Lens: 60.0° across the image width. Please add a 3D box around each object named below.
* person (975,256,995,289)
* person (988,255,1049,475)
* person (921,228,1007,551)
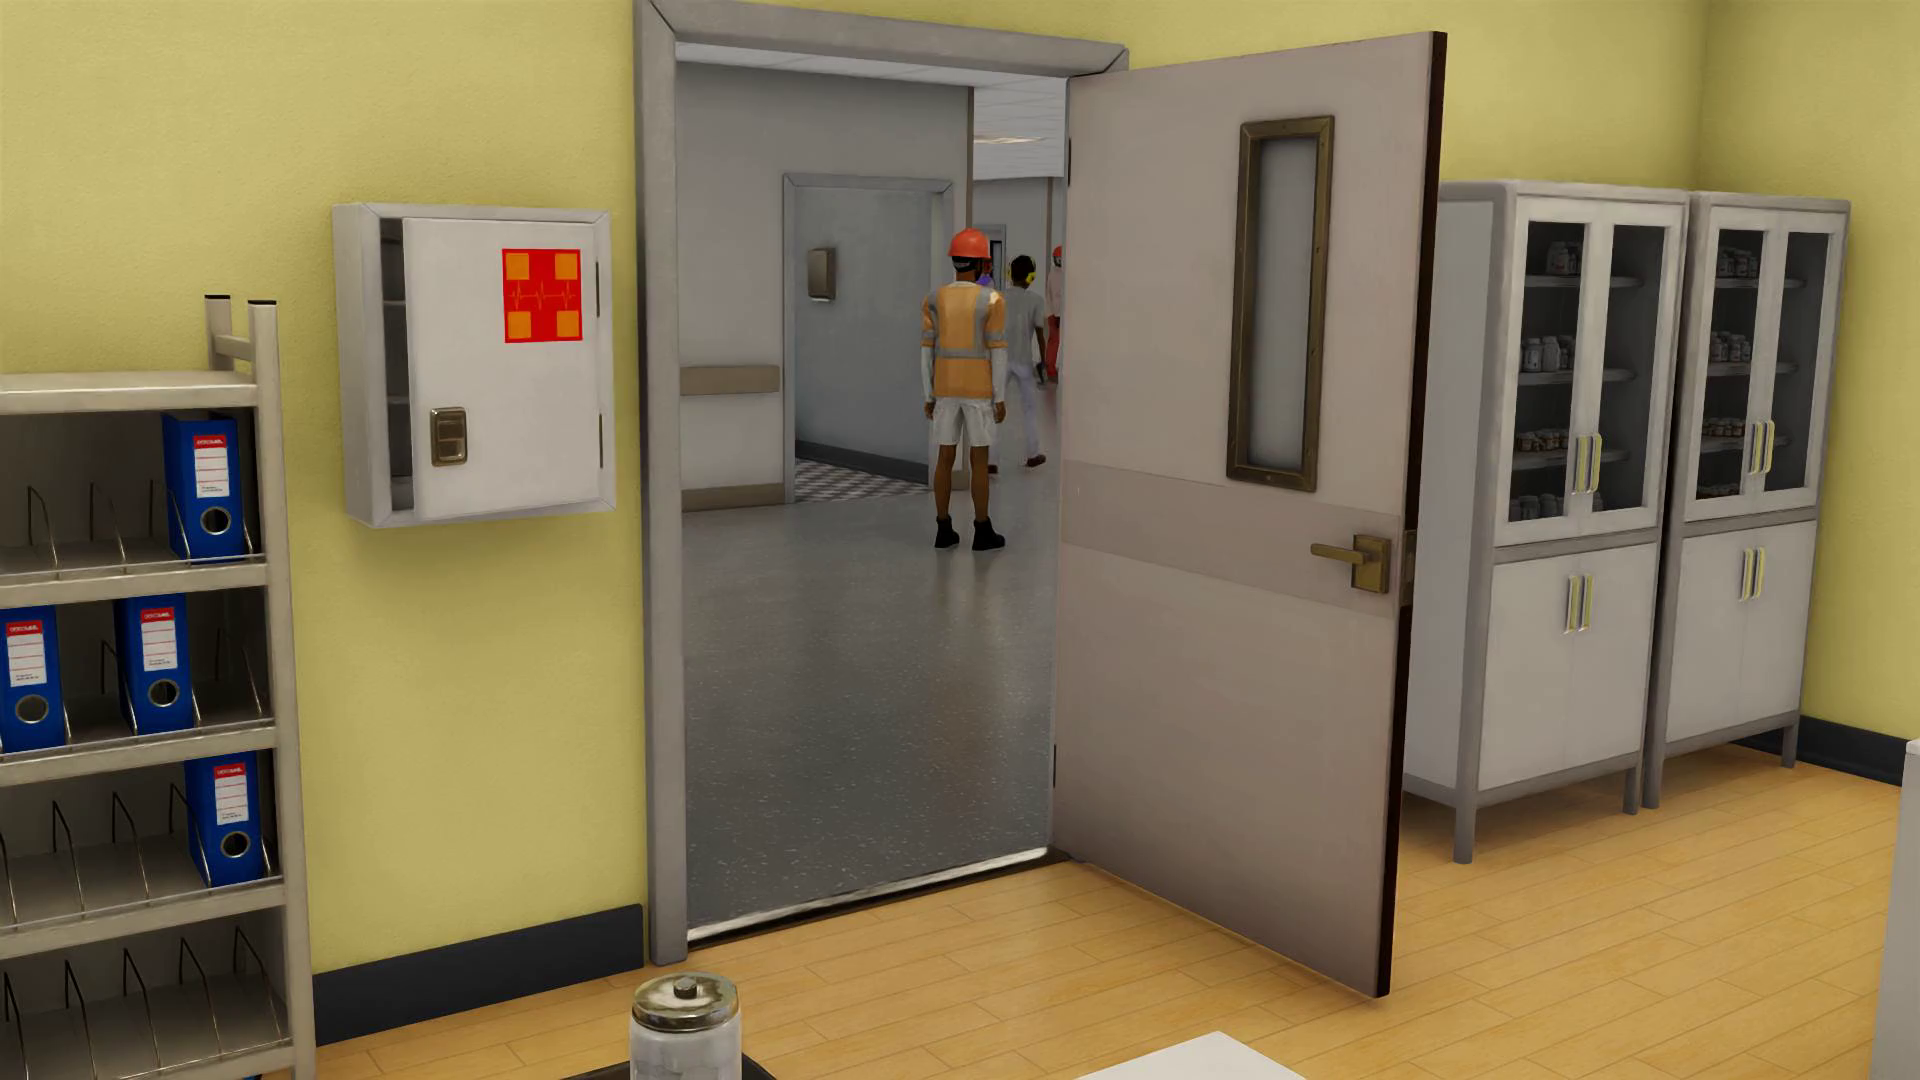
[{"bbox_3d":[0.305,-3.185,24.048,0.392,1.837,0.560,-6,12,-36],"label":"person"},{"bbox_3d":[0.481,-1.452,13.836,0.542,1.794,0.860,2,10,10],"label":"person"},{"bbox_3d":[0.035,-0.905,10.079,0.545,1.939,0.374,5,10,24],"label":"person"}]
